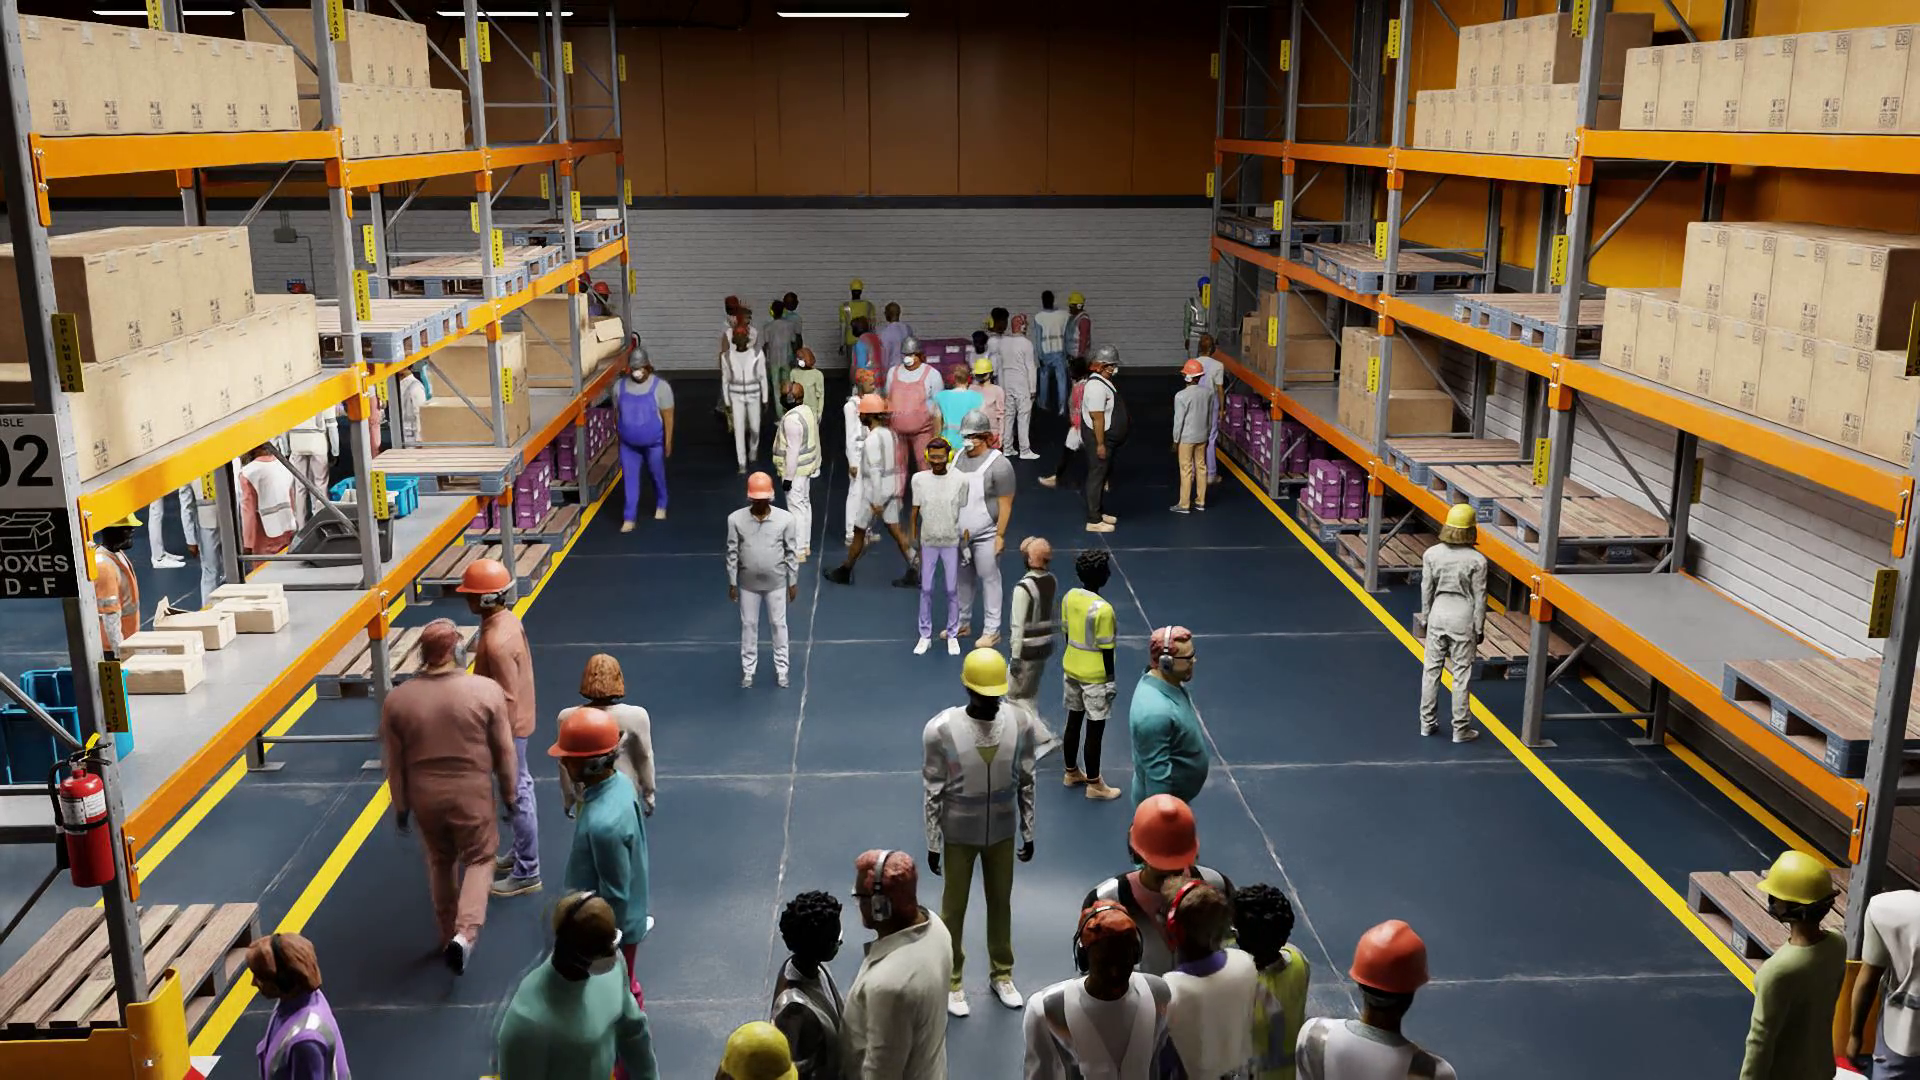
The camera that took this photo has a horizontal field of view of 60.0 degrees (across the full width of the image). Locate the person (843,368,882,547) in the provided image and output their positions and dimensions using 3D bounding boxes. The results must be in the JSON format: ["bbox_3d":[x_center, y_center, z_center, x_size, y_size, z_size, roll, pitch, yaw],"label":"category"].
[{"bbox_3d":[-1.024,-0.866,17.450,0.343,1.877,0.576,7,16,24],"label":"person"}]

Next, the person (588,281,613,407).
[{"bbox_3d":[-5.552,-3.055,25.916,0.357,1.936,0.551,3,15,10],"label":"person"}]

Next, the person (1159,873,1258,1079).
[{"bbox_3d":[0.833,2.083,5.959,0.573,1.827,0.434,-12,18,-38],"label":"person"}]

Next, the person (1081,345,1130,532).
[{"bbox_3d":[1.586,-1.127,18.143,0.535,2.000,0.682,2,14,8],"label":"person"}]

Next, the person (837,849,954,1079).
[{"bbox_3d":[-0.243,2.024,6.075,0.402,1.896,0.652,3,15,11],"label":"person"}]

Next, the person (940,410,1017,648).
[{"bbox_3d":[0.105,-0.097,14.101,0.672,2.000,0.536,13,19,41],"label":"person"}]

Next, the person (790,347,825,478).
[{"bbox_3d":[-1.925,-1.595,20.795,0.500,1.633,0.284,7,16,24],"label":"person"}]

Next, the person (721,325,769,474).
[{"bbox_3d":[-2.740,-1.820,21.233,0.588,1.863,0.752,-1,14,-6],"label":"person"}]

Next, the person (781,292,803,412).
[{"bbox_3d":[-2.577,-2.837,25.273,0.514,1.842,0.356,10,18,35],"label":"person"}]

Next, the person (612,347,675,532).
[{"bbox_3d":[-3.480,-1.164,18.289,0.691,2.000,0.924,1,14,4],"label":"person"}]

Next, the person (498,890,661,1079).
[{"bbox_3d":[-1.267,2.085,5.803,0.822,1.895,0.665,3,15,13],"label":"person"}]

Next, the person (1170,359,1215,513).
[{"bbox_3d":[2.632,-1.185,18.934,0.563,1.755,0.321,-10,17,-33],"label":"person"}]

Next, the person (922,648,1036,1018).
[{"bbox_3d":[0.107,1.446,8.290,0.587,1.920,0.396,-4,15,-17],"label":"person"}]

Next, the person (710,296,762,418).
[{"bbox_3d":[-3.338,-2.716,24.803,0.953,1.843,0.587,12,19,40],"label":"person"}]

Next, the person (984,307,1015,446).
[{"bbox_3d":[0.515,-2.232,22.714,0.461,1.932,0.724,0,14,1],"label":"person"}]

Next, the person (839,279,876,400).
[{"bbox_3d":[-1.628,-3.160,26.351,0.594,1.924,0.382,-5,15,-19],"label":"person"}]

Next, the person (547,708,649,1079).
[{"bbox_3d":[-1.546,1.674,7.243,0.394,1.990,0.625,-2,14,-9],"label":"person"}]

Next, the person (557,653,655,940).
[{"bbox_3d":[-1.906,1.403,9.022,0.507,1.632,0.271,-2,14,-6],"label":"person"}]

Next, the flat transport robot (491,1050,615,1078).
[{"bbox_3d":[-1.834,2.604,7.027,0.652,0.197,1.431,0,14,2],"label":"flat transport robot"}]

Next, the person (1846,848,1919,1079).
[{"bbox_3d":[3.743,1.962,6.425,0.561,1.838,0.388,5,15,20],"label":"person"}]

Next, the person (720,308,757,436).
[{"bbox_3d":[-3.109,-2.366,23.463,0.619,1.817,0.459,-13,19,-41],"label":"person"}]

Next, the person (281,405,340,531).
[{"bbox_3d":[-6.960,-0.986,17.852,0.594,1.911,0.399,-1,14,-5],"label":"person"}]

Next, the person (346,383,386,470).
[{"bbox_3d":[-7.567,-1.869,21.173,0.618,1.986,0.408,3,15,13],"label":"person"}]

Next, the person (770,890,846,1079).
[{"bbox_3d":[-0.568,2.096,6.194,0.319,1.694,0.532,0,14,1],"label":"person"}]

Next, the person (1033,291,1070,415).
[{"bbox_3d":[1.414,-2.846,25.281,0.624,1.857,1.070,-3,15,-12],"label":"person"}]

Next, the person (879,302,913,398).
[{"bbox_3d":[-0.912,-2.325,23.048,0.372,1.940,0.632,10,17,33],"label":"person"}]

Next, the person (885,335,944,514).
[{"bbox_3d":[-0.554,-1.303,18.832,0.674,2.000,0.537,5,15,17],"label":"person"}]

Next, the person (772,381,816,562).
[{"bbox_3d":[-1.682,-0.695,16.847,0.429,1.843,0.630,2,14,7],"label":"person"}]

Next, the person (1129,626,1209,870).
[{"bbox_3d":[1.076,1.363,8.635,0.410,1.909,0.642,2,14,8],"label":"person"}]

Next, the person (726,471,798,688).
[{"bbox_3d":[-1.553,0.312,13.079,0.565,1.745,0.348,0,14,-1],"label":"person"}]

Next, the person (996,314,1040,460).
[{"bbox_3d":[0.783,-2.013,21.888,0.639,1.910,0.407,14,20,43],"label":"person"}]

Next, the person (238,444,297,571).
[{"bbox_3d":[-5.862,-0.047,14.175,0.386,1.904,0.603,4,15,15],"label":"person"}]

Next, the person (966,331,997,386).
[{"bbox_3d":[0.253,-1.959,22.179,0.534,1.647,0.826,9,17,31],"label":"person"}]

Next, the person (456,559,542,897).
[{"bbox_3d":[-2.645,1.073,9.597,0.395,1.993,0.614,-3,15,-11],"label":"person"}]

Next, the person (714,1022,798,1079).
[{"bbox_3d":[-0.624,2.308,5.266,0.321,1.737,0.485,14,20,43],"label":"person"}]

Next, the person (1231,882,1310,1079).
[{"bbox_3d":[1.135,2.084,6.238,0.320,1.694,0.533,9,17,31],"label":"person"}]

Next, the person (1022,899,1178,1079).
[{"bbox_3d":[0.488,2.118,5.718,0.578,1.883,0.353,-4,15,-17],"label":"person"}]

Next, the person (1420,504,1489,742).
[{"bbox_3d":[3.557,0.593,11.985,0.486,1.744,0.294,11,18,37],"label":"person"}]

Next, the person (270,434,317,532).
[{"bbox_3d":[-7.182,-1.021,18.054,0.576,1.879,0.351,-5,15,-19],"label":"person"}]

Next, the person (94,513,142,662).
[{"bbox_3d":[-5.729,0.660,11.385,0.409,1.917,0.585,-6,15,-22],"label":"person"}]

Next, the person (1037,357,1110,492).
[{"bbox_3d":[1.392,-1.378,19.891,0.905,1.638,0.543,5,15,18],"label":"person"}]

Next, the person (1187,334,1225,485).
[{"bbox_3d":[3.006,-1.600,20.392,0.508,1.845,0.345,8,16,29],"label":"person"}]

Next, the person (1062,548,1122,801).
[{"bbox_3d":[0.860,0.878,10.959,0.318,1.697,0.535,-8,16,-28],"label":"person"}]

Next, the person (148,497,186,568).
[{"bbox_3d":[-8.025,-0.653,16.619,0.327,1.874,0.518,-7,16,-24],"label":"person"}]

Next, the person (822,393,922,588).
[{"bbox_3d":[-0.812,-0.463,15.845,1.022,1.884,0.563,4,15,17],"label":"person"}]

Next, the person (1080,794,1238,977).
[{"bbox_3d":[0.757,1.899,6.293,0.613,2.029,0.409,-3,15,-13],"label":"person"}]

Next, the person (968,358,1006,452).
[{"bbox_3d":[0.286,-1.220,19.079,0.523,1.759,0.350,9,17,32],"label":"person"}]

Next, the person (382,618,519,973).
[{"bbox_3d":[-2.655,1.360,8.700,0.678,1.879,0.694,-1,14,-4],"label":"person"}]

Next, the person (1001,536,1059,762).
[{"bbox_3d":[0.514,0.782,11.509,0.425,1.609,0.548,8,16,29],"label":"person"}]

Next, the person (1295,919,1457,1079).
[{"bbox_3d":[1.351,2.160,5.468,0.544,1.930,0.388,11,18,36],"label":"person"}]

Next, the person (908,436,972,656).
[{"bbox_3d":[-0.167,0.049,13.874,0.538,1.866,0.313,1,14,4],"label":"person"}]

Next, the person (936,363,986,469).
[{"bbox_3d":[0.004,-1.035,18.252,0.569,1.811,0.942,2,14,6],"label":"person"}]

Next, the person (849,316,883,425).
[{"bbox_3d":[-1.300,-2.112,22.477,0.580,1.807,0.655,5,15,19],"label":"person"}]

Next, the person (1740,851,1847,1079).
[{"bbox_3d":[3.132,2.022,6.344,0.525,1.760,0.341,-10,17,-35],"label":"person"}]

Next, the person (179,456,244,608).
[{"bbox_3d":[-6.423,-0.093,14.359,0.401,1.908,0.598,9,17,31],"label":"person"}]

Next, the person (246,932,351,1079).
[{"bbox_3d":[-2.343,2.169,6.022,0.312,1.631,0.530,-7,16,-25],"label":"person"}]

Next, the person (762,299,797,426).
[{"bbox_3d":[-2.643,-2.561,24.161,0.512,1.854,0.416,-8,16,-27],"label":"person"}]

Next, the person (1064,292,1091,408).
[{"bbox_3d":[1.796,-2.873,25.509,0.403,1.786,0.595,-3,15,-12],"label":"person"}]

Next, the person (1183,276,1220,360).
[{"bbox_3d":[3.863,-3.234,26.593,0.605,1.951,0.384,-3,15,-12],"label":"person"}]
